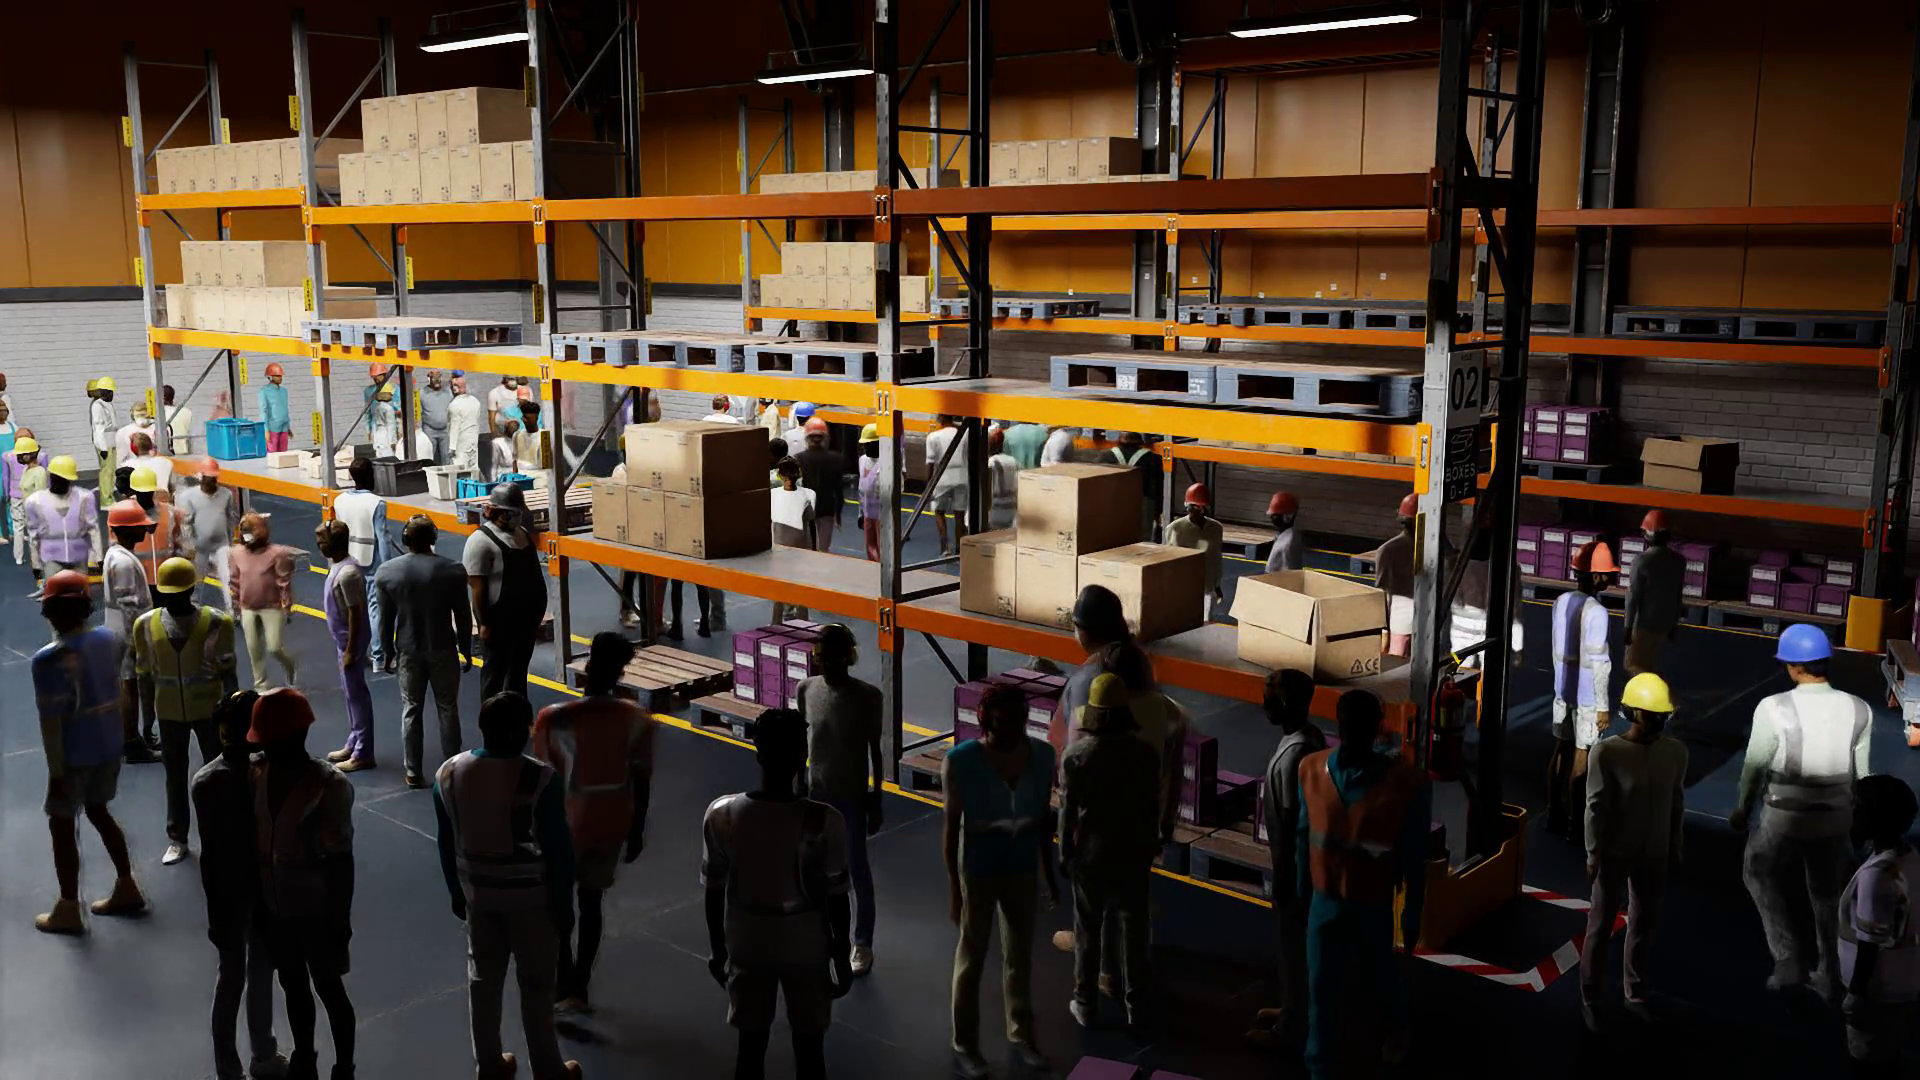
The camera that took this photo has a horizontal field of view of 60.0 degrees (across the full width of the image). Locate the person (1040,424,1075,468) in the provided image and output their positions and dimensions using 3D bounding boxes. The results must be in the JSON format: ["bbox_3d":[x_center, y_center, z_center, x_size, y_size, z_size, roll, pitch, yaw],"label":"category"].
[{"bbox_3d":[1.035,-0.620,19.621,0.719,1.881,0.663,3,11,18],"label":"person"}]

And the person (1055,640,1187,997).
[{"bbox_3d":[0.793,1.400,8.366,0.640,1.829,0.451,-4,11,-23],"label":"person"}]

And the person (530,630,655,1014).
[{"bbox_3d":[-1.830,1.395,8.170,0.662,1.921,0.422,-7,12,-34],"label":"person"}]

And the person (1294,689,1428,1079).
[{"bbox_3d":[1.773,1.554,7.348,0.603,1.894,0.835,7,12,34],"label":"person"}]

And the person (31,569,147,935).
[{"bbox_3d":[-4.931,1.158,9.270,0.553,2.002,0.621,3,11,18],"label":"person"}]

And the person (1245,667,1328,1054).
[{"bbox_3d":[1.563,1.494,7.822,0.339,1.839,0.509,4,11,21],"label":"person"}]

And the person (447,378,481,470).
[{"bbox_3d":[-7.153,-1.381,23.895,0.407,1.904,0.639,3,10,16],"label":"person"}]

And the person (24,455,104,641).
[{"bbox_3d":[-8.254,0.138,15.334,0.613,1.889,0.690,-7,12,-36],"label":"person"}]

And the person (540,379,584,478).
[{"bbox_3d":[-6.501,-1.913,26.955,0.988,1.890,0.637,4,11,21],"label":"person"}]

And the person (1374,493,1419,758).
[{"bbox_3d":[3.328,0.626,12.316,0.616,1.986,0.407,-6,11,-29],"label":"person"}]

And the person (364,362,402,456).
[{"bbox_3d":[-8.832,-1.724,25.491,0.605,2.031,0.420,1,10,6],"label":"person"}]

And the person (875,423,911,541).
[{"bbox_3d":[-0.868,-0.908,21.173,0.391,1.923,0.550,8,13,38],"label":"person"}]

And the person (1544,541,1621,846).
[{"bbox_3d":[3.952,0.964,10.532,0.354,1.939,0.545,-2,10,-11],"label":"person"}]

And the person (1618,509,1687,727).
[{"bbox_3d":[5.448,0.626,13.015,0.576,1.731,0.583,-5,11,-28],"label":"person"}]

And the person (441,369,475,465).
[{"bbox_3d":[-8.188,-1.944,27.063,0.640,1.904,0.612,0,10,2],"label":"person"}]

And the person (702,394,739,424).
[{"bbox_3d":[-3.162,-1.009,21.985,0.560,1.836,0.394,5,11,24],"label":"person"}]

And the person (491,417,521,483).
[{"bbox_3d":[-5.707,-0.764,21.181,0.524,1.621,0.537,-4,11,-22],"label":"person"}]

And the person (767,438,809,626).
[{"bbox_3d":[-1.718,-0.054,16.392,0.405,1.909,0.589,4,11,21],"label":"person"}]

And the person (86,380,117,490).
[{"bbox_3d":[-13.267,-1.609,25.659,0.484,1.737,0.323,8,13,38],"label":"person"}]

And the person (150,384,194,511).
[{"bbox_3d":[-10.681,-1.156,22.613,0.477,1.909,0.590,9,13,40],"label":"person"}]

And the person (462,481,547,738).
[{"bbox_3d":[-3.370,0.556,12.547,0.536,2.000,0.676,4,11,19],"label":"person"}]

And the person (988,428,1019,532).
[{"bbox_3d":[0.436,-0.248,17.585,0.503,1.862,0.627,7,12,36],"label":"person"}]

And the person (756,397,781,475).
[{"bbox_3d":[-2.816,-1.402,24.481,0.354,1.738,0.573,-3,10,-16],"label":"person"}]

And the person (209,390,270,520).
[{"bbox_3d":[-9.965,-1.117,22.557,0.961,1.854,0.711,-8,13,-38],"label":"person"}]

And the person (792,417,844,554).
[{"bbox_3d":[-1.521,-0.316,17.638,0.611,1.981,0.424,-3,11,-18],"label":"person"}]

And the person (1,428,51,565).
[{"bbox_3d":[-11.073,-0.514,19.759,0.519,1.633,0.311,-3,10,-17],"label":"person"}]

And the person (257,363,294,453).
[{"bbox_3d":[-10.461,-1.709,25.482,0.379,1.996,0.611,3,10,15],"label":"person"}]

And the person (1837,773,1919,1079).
[{"bbox_3d":[3.690,1.772,6.680,0.322,1.688,0.538,9,13,41],"label":"person"}]

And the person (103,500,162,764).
[{"bbox_3d":[-6.065,0.666,12.217,0.377,1.938,0.547,-6,12,-29],"label":"person"}]

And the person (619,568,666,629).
[{"bbox_3d":[-3.176,0.045,16.442,0.568,1.680,0.352,-6,12,-32],"label":"person"}]

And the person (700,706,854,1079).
[{"bbox_3d":[-0.722,1.628,6.693,0.614,1.964,0.361,2,10,11],"label":"person"}]

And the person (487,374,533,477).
[{"bbox_3d":[-6.649,-1.606,24.771,0.688,2.000,0.536,-6,12,-30],"label":"person"}]

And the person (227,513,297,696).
[{"bbox_3d":[-5.723,0.570,13.653,0.500,1.625,0.409,0,10,3],"label":"person"}]

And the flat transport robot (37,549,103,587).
[{"bbox_3d":[-10.206,0.297,19.016,0.652,0.197,1.431,-6,11,-29],"label":"flat transport robot"}]

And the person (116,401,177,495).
[{"bbox_3d":[-9.820,-0.722,20.110,0.643,1.921,0.513,-3,11,-17],"label":"person"}]

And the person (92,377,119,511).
[{"bbox_3d":[-12.164,-1.372,23.780,0.377,1.920,0.594,-2,10,-12],"label":"person"}]
